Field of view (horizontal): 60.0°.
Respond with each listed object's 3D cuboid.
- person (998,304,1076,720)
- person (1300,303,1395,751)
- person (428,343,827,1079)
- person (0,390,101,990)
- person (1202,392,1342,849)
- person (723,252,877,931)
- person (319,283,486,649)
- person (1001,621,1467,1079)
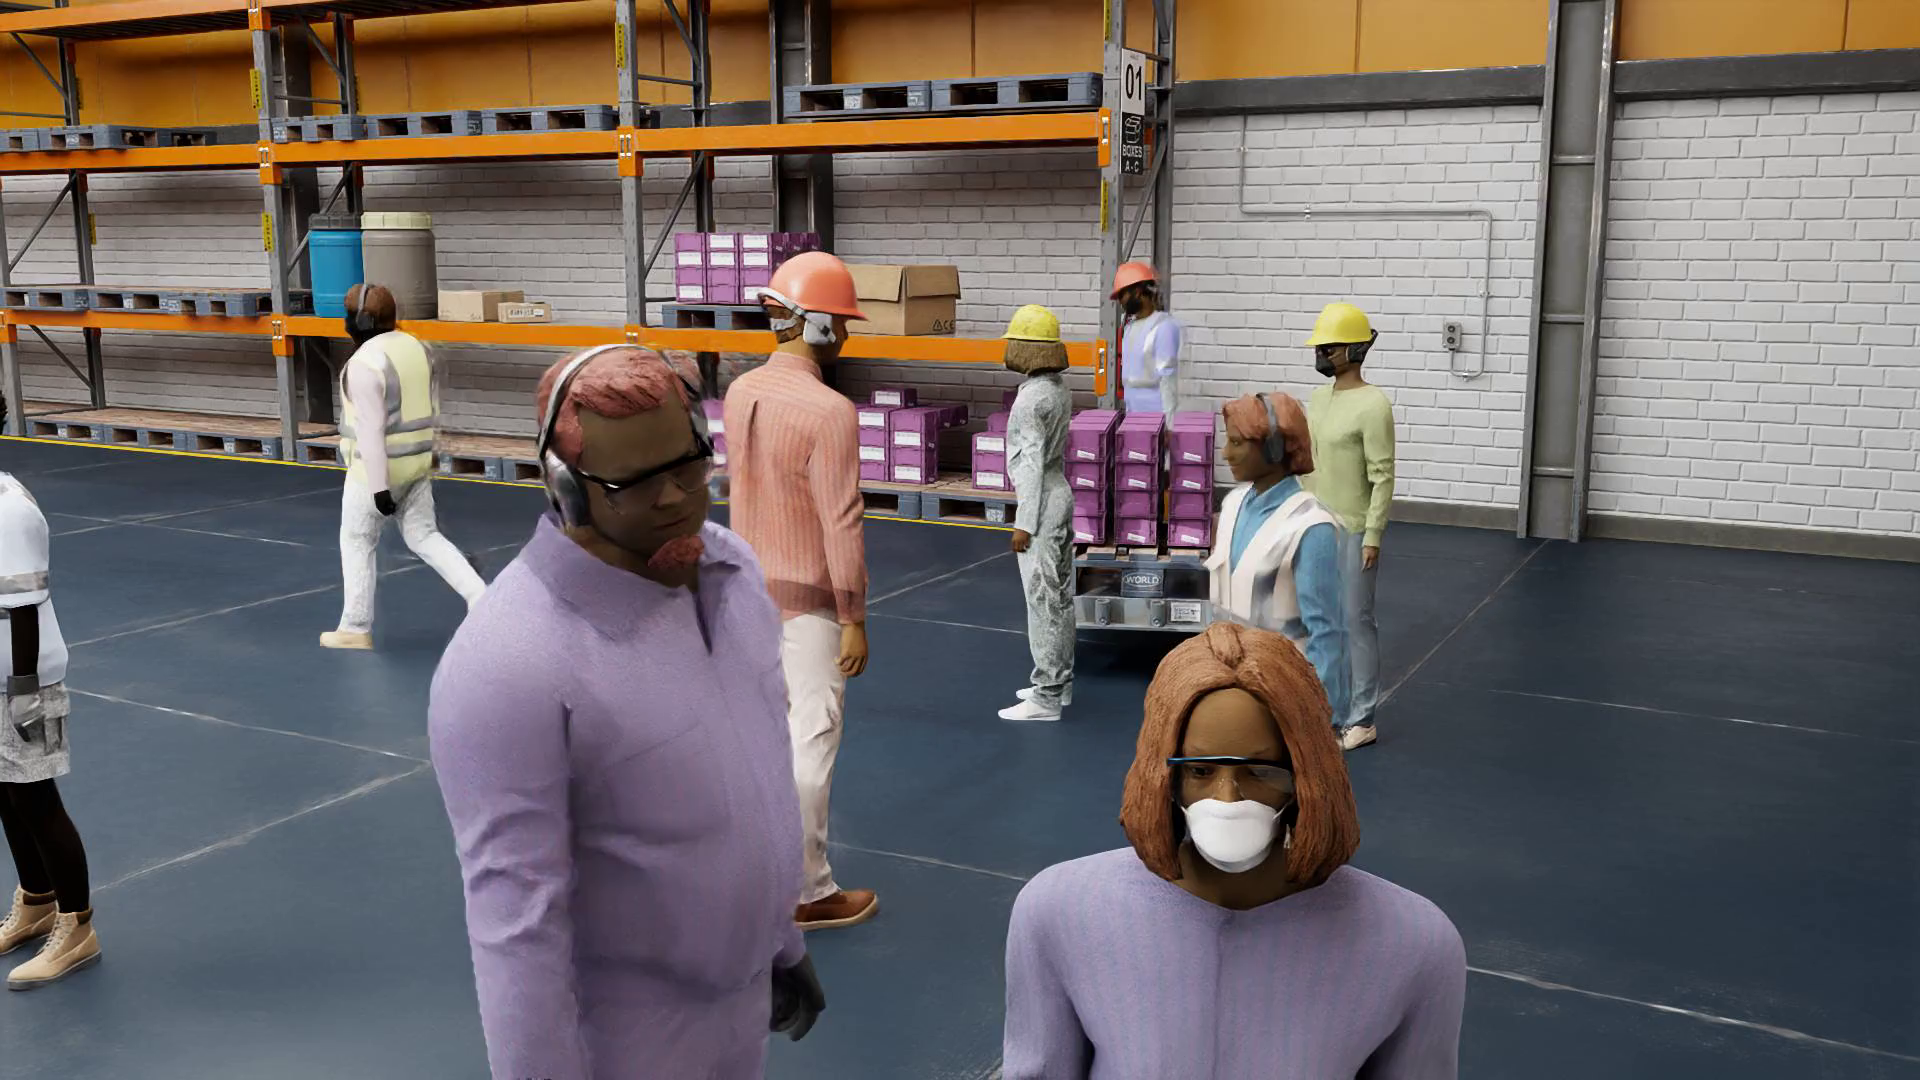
[{"bbox_3d":[0.317,-0.110,6.989,0.313,1.744,0.488,4,11,19],"label":"person"},{"bbox_3d":[1.494,-0.050,6.599,0.314,1.767,0.534,-4,11,-21],"label":"person"},{"bbox_3d":[-0.440,0.669,2.379,0.443,1.880,0.679,4,11,20],"label":"person"},{"bbox_3d":[-2.618,0.372,4.512,0.539,1.693,0.321,8,13,39],"label":"person"},{"bbox_3d":[0.829,0.435,4.363,0.313,1.629,0.582,-4,11,-21],"label":"person"},{"bbox_3d":[-0.455,0.162,4.867,0.412,1.980,0.626,-8,13,-37],"label":"person"},{"bbox_3d":[-2.713,-0.345,8.115,0.874,1.810,0.626,3,11,15],"label":"person"},{"bbox_3d":[0.281,0.888,1.821,0.498,1.634,0.280,1,10,8],"label":"person"}]
